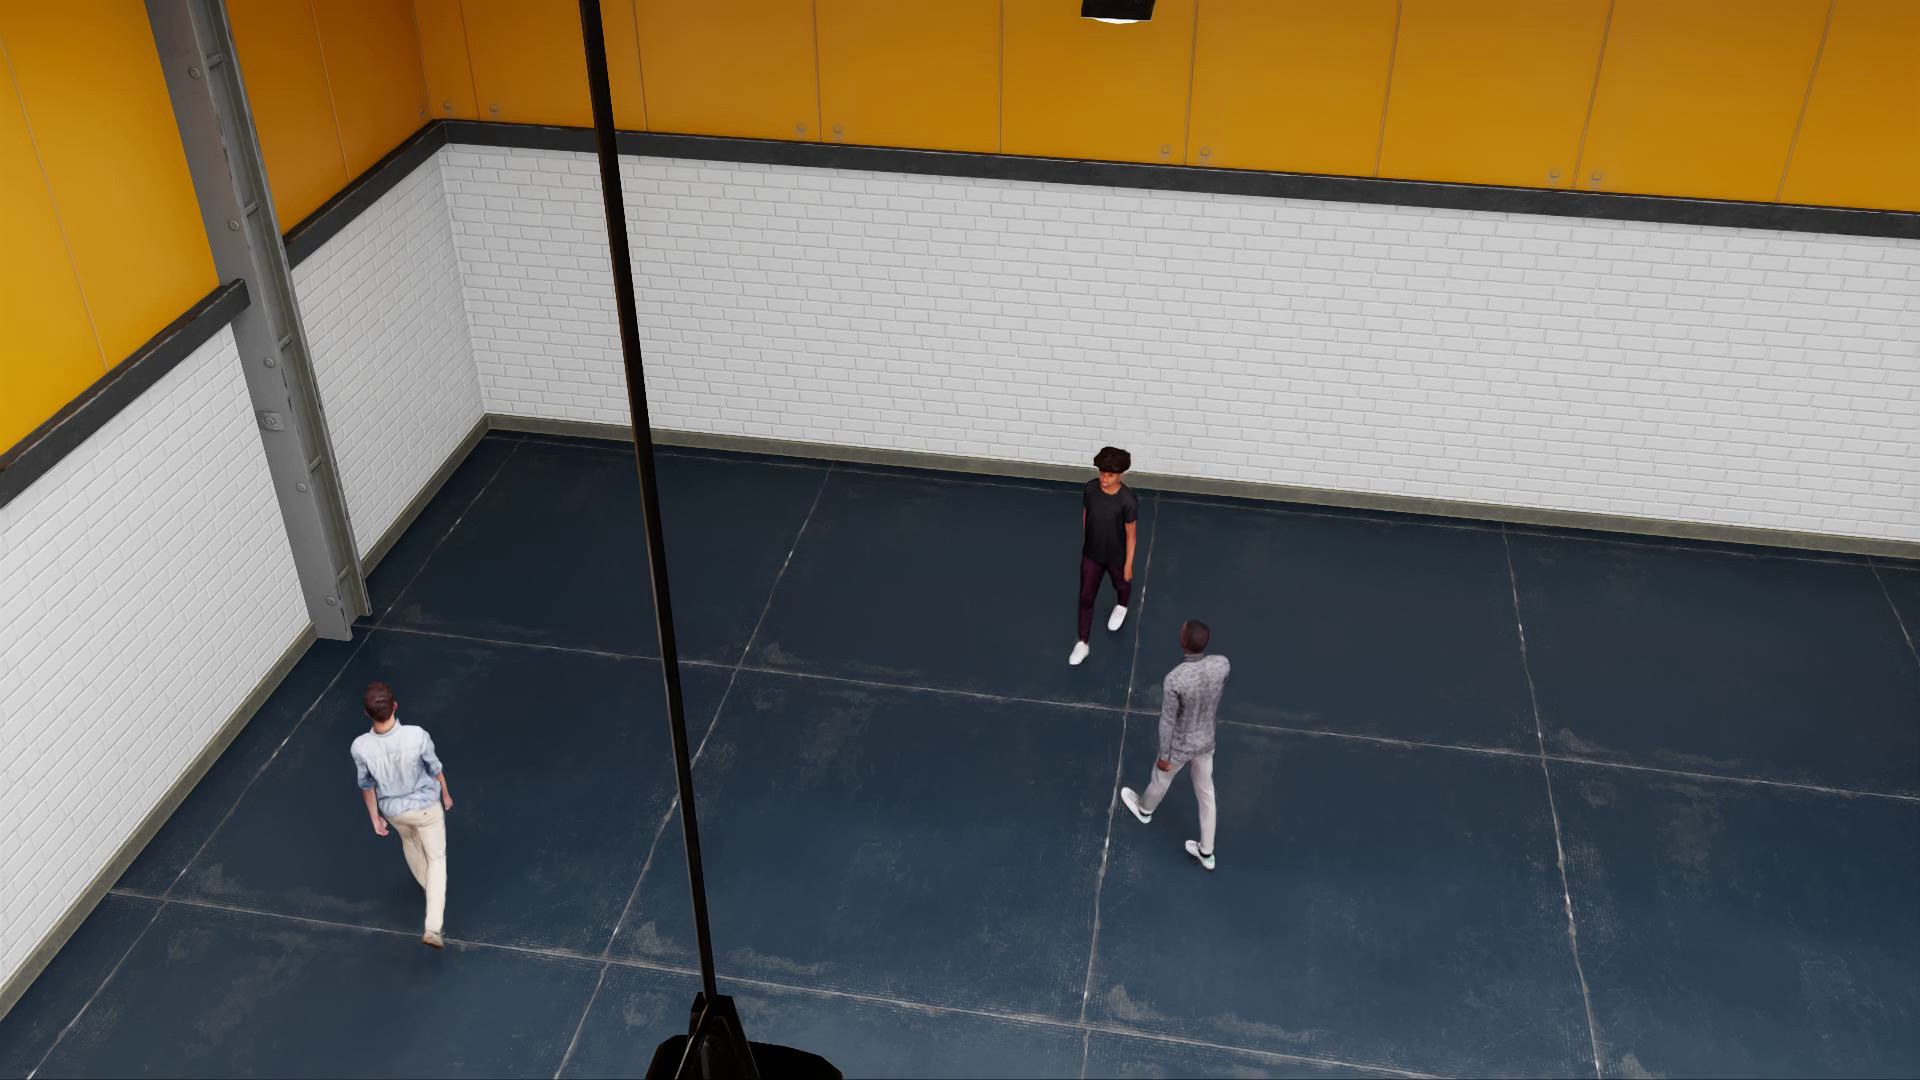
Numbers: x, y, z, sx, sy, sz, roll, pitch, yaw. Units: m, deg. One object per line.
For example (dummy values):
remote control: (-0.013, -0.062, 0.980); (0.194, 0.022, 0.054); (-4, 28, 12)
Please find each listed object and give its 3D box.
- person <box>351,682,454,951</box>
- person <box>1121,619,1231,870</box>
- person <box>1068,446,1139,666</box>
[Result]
person: (-3.350, 1.688, 10.125); (0.846, 1.818, 1.206); (-3, 34, -5)
person: (1.524, 1.355, 10.639); (1.111, 1.802, 1.202); (-19, 38, -26)
person: (1.161, 0.033, 12.684); (0.847, 1.740, 1.181); (15, 37, 22)
